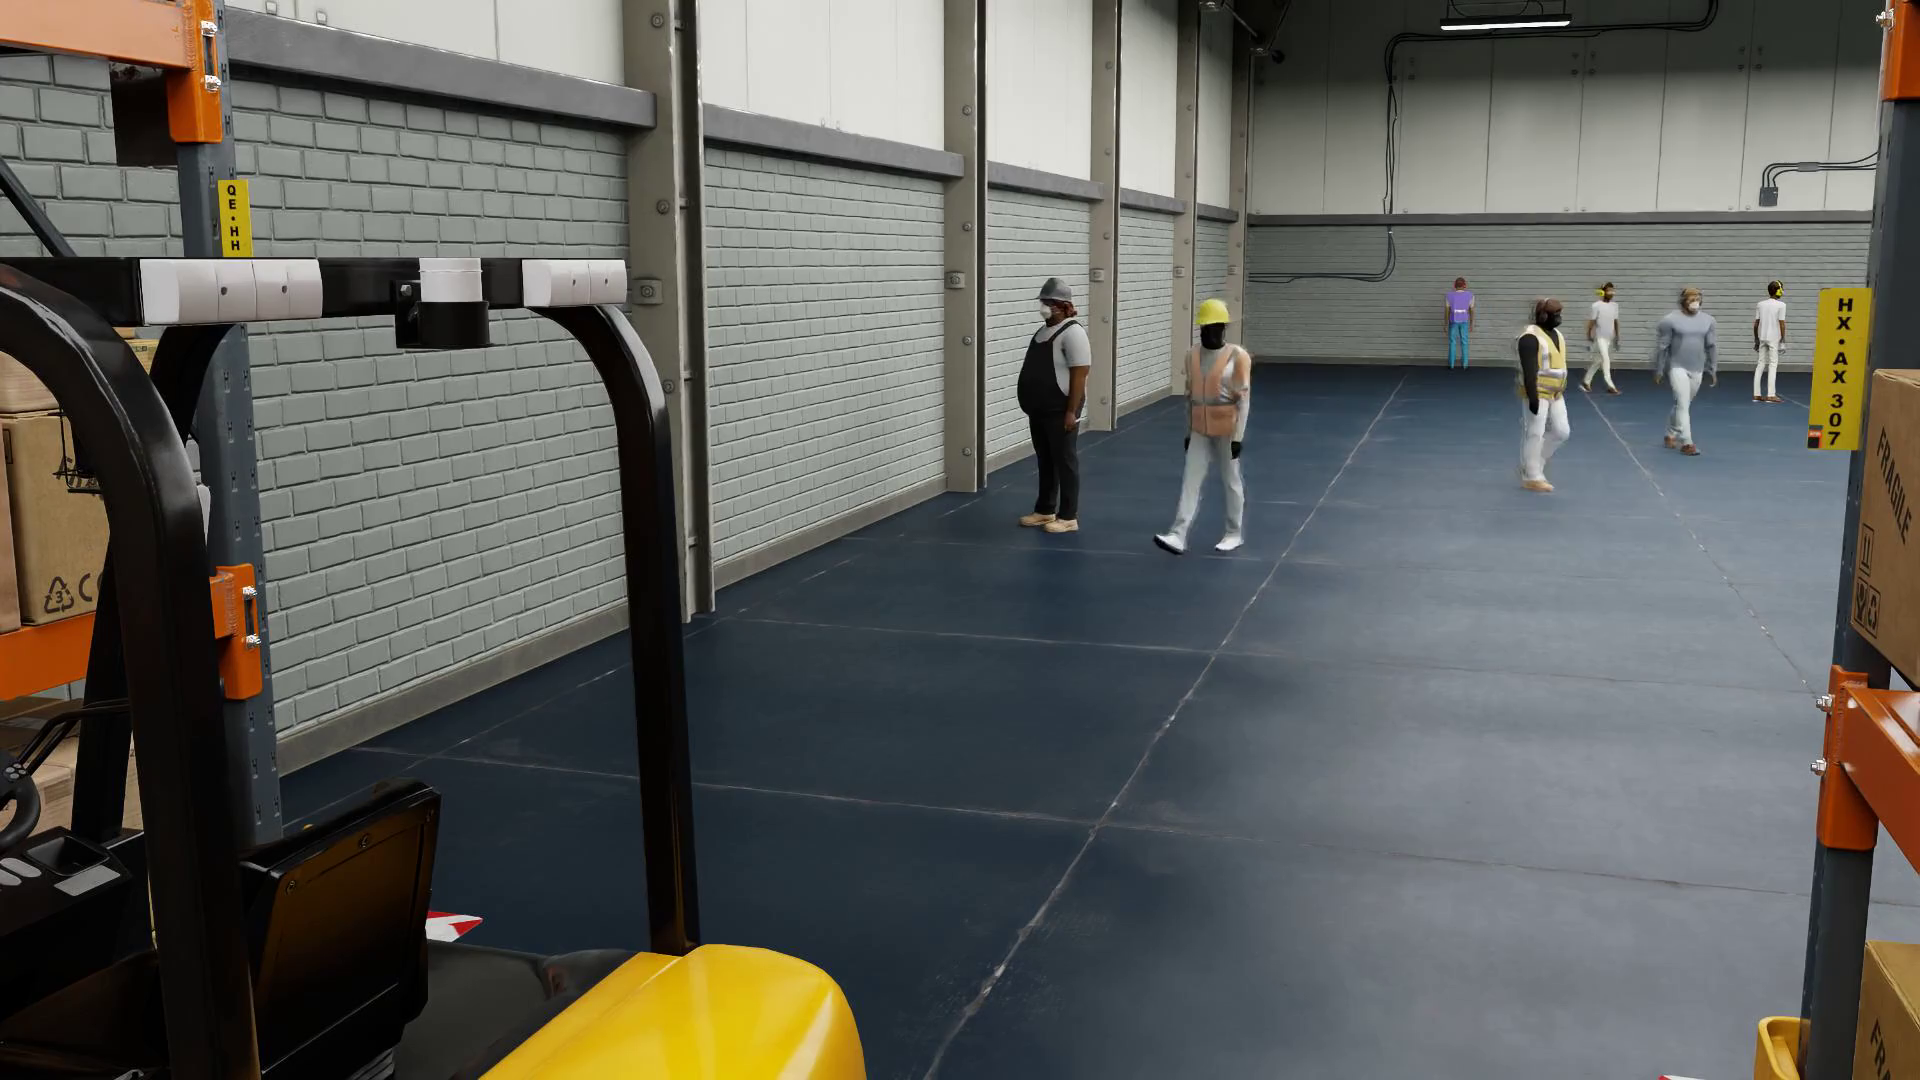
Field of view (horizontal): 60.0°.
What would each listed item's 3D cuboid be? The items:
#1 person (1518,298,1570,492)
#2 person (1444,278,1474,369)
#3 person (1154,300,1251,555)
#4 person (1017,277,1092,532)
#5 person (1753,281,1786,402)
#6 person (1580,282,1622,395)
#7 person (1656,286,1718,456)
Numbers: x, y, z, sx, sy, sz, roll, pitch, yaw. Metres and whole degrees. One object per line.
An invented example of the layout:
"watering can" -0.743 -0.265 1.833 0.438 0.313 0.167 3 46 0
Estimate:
"person" 5.497 -1.362 15.685 0.639 1.827 0.447 -8 12 -39
"person" 10.002 -4.334 33.358 0.564 1.836 0.403 2 10 10
"person" 1.824 -0.814 12.251 0.612 1.876 0.954 8 13 41
"person" 0.724 -1.088 13.417 0.537 2.000 0.685 -5 11 -26
"person" 12.492 -3.056 25.648 0.317 1.870 0.523 -5 11 -28
"person" 10.584 -3.321 27.367 0.529 1.830 0.986 -4 10 -21
"person" 8.258 -1.939 18.943 0.645 1.896 1.005 0 10 -2
